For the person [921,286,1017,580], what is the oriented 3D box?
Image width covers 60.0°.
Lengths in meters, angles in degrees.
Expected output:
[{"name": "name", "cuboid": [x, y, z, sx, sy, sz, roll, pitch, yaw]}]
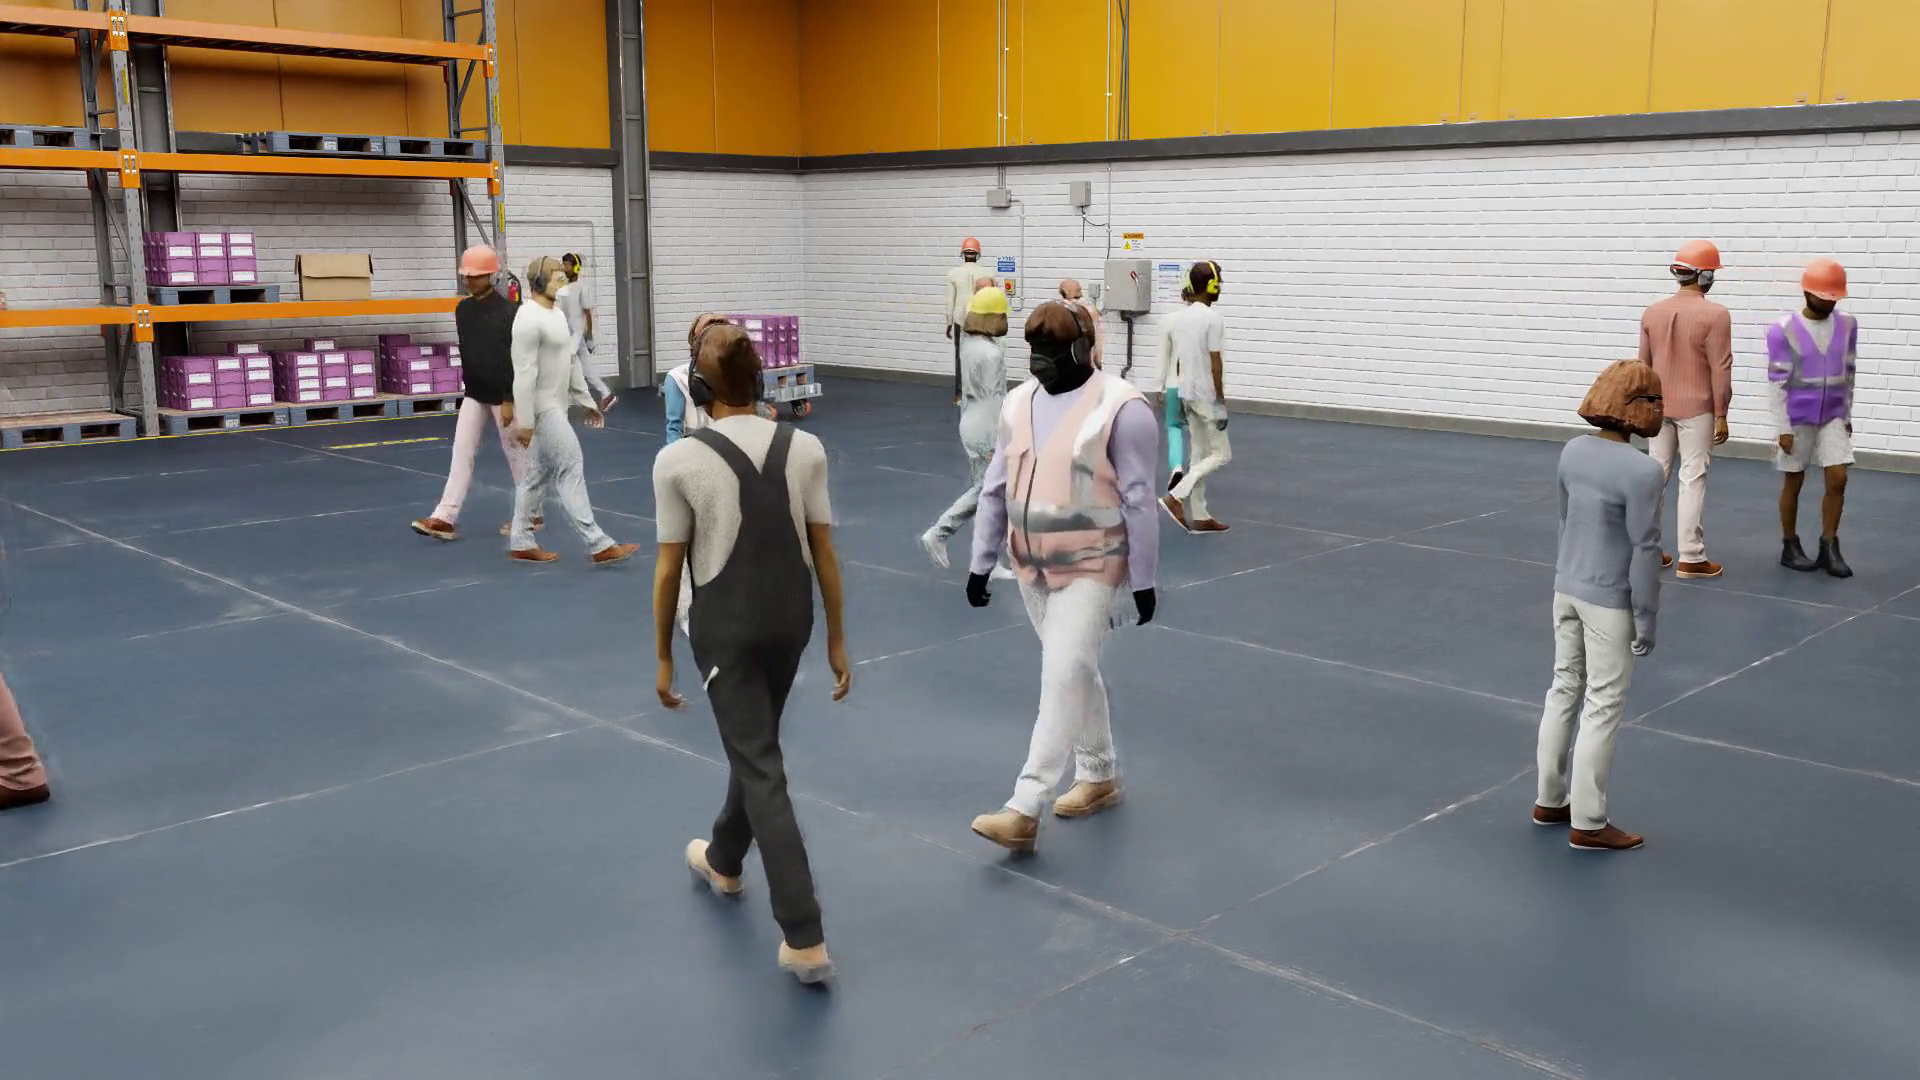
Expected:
[{"name": "person", "cuboid": [0.088, -0.608, 9.711, 0.478, 1.731, 0.491, -3, 11, -16]}]

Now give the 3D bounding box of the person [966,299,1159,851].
[{"name": "person", "cuboid": [0.265, 0.115, 5.562, 0.904, 1.801, 0.662, -10, 14, -42]}]

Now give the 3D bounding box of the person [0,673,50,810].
[{"name": "person", "cuboid": [-3.592, 0.101, 5.502, 0.997, 1.856, 0.647, -9, 14, -40]}]

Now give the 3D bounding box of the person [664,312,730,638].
[{"name": "person", "cuboid": [-1.259, -0.328, 8.427, 0.512, 1.641, 0.307, -9, 14, -41]}]

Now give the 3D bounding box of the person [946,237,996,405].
[{"name": "person", "cuboid": [0.137, -2.604, 19.901, 0.635, 1.996, 0.442, -1, 10, -4]}]

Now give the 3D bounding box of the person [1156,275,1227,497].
[{"name": "person", "cuboid": [1.778, -1.184, 12.784, 0.540, 1.749, 0.417, 2, 11, 11]}]

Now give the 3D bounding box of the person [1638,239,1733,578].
[{"name": "person", "cuboid": [4.313, -0.776, 9.896, 0.380, 1.996, 0.608, -6, 12, -29]}]

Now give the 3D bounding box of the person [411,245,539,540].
[{"name": "person", "cuboid": [-3.187, -0.949, 10.968, 0.623, 1.943, 0.993, 6, 12, 31]}]

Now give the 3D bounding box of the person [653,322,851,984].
[{"name": "person", "cuboid": [-0.595, 0.285, 4.702, 0.519, 1.783, 1.022, -7, 12, -32]}]

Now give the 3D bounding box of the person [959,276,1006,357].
[{"name": "person", "cuboid": [0.217, -1.762, 16.299, 0.531, 1.627, 0.368, 4, 11, 20]}]

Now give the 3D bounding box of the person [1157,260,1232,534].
[{"name": "person", "cuboid": [1.600, -0.939, 11.161, 0.525, 1.857, 0.553, -5, 11, -25]}]

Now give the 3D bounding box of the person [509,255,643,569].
[{"name": "person", "cuboid": [-2.394, -0.767, 10.128, 0.876, 1.899, 0.642, 0, 10, -1]}]

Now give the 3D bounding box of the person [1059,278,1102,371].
[{"name": "person", "cuboid": [1.111, -1.718, 16.077, 0.530, 1.615, 0.521, 1, 10, 6]}]

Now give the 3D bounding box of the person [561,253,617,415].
[{"name": "person", "cuboid": [-4.311, -2.326, 18.811, 0.895, 1.836, 0.514, -8, 13, -36]}]

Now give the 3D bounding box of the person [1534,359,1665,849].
[{"name": "person", "cuboid": [2.135, 0.213, 5.523, 0.279, 1.624, 0.494, -3, 11, -15]}]

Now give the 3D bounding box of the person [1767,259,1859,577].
[{"name": "person", "cuboid": [5.062, -0.712, 9.860, 0.605, 1.879, 0.651, 0, 10, 1]}]
